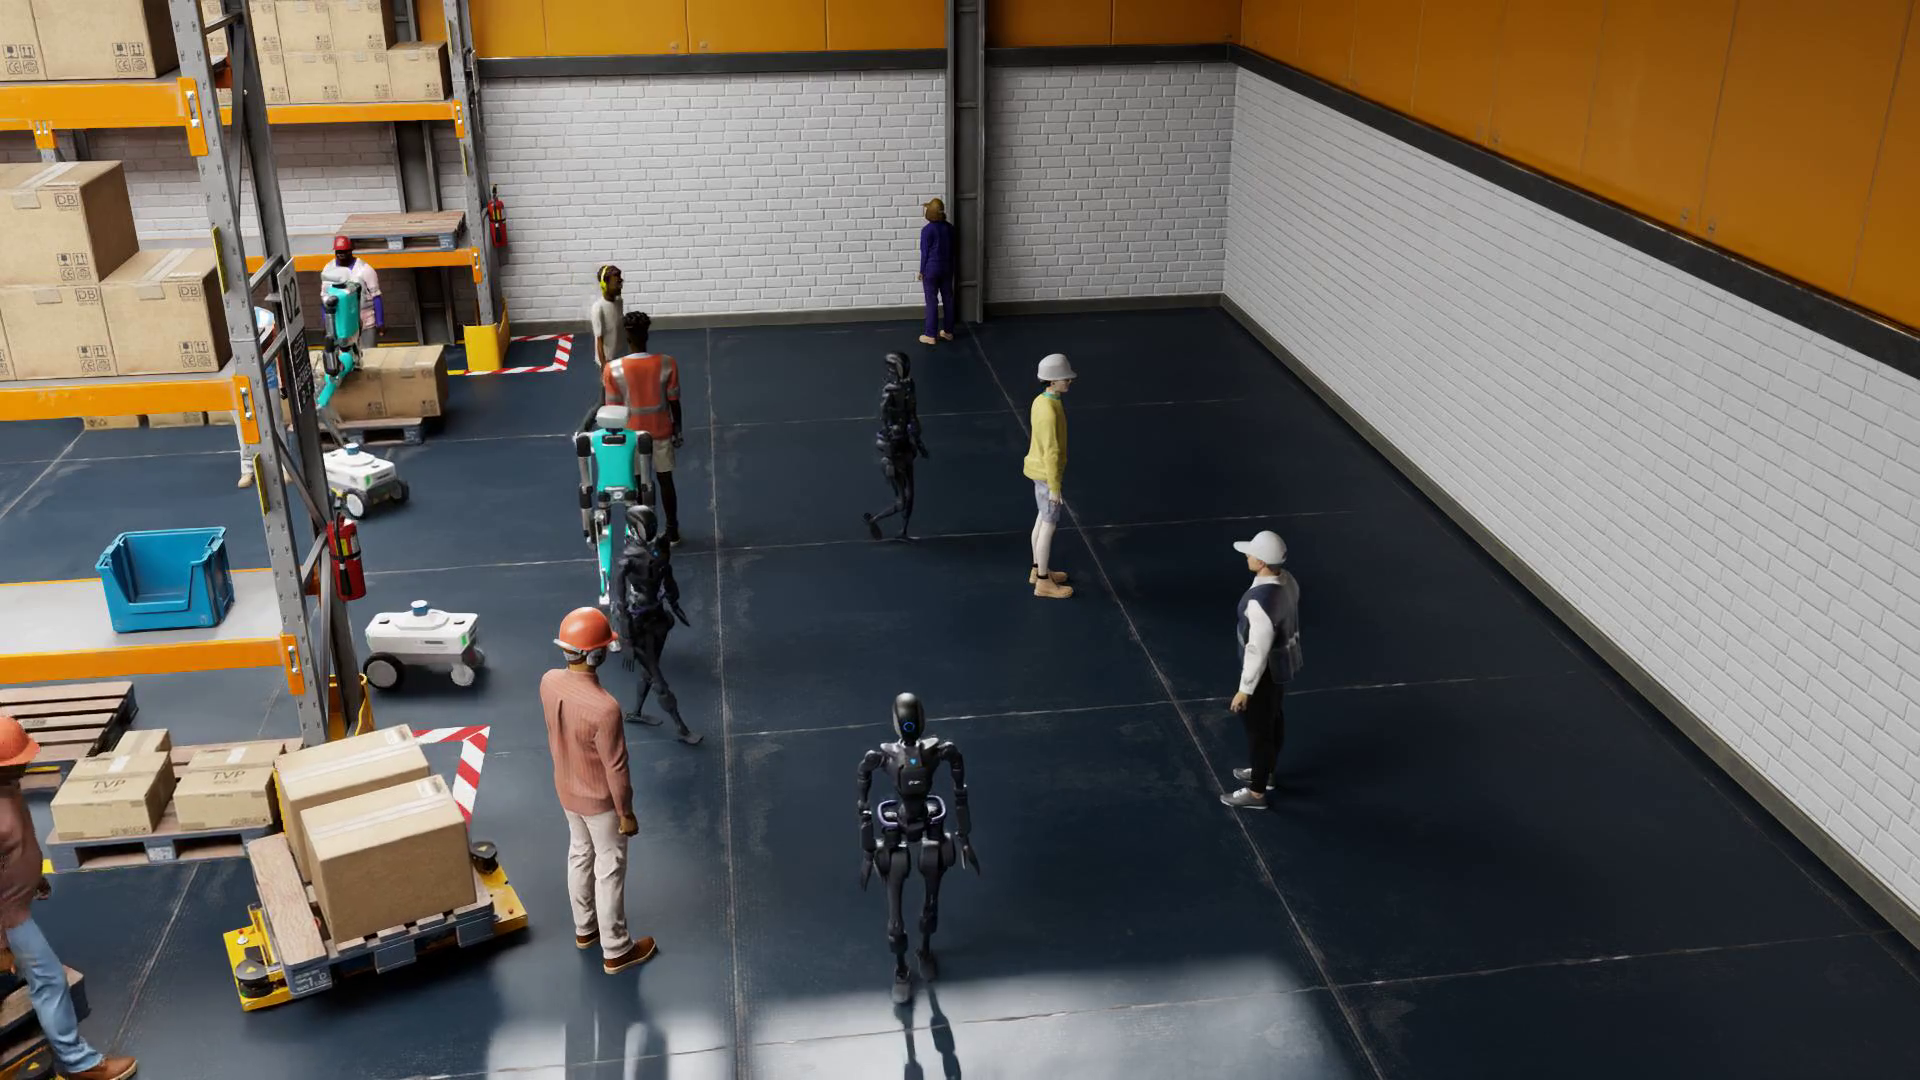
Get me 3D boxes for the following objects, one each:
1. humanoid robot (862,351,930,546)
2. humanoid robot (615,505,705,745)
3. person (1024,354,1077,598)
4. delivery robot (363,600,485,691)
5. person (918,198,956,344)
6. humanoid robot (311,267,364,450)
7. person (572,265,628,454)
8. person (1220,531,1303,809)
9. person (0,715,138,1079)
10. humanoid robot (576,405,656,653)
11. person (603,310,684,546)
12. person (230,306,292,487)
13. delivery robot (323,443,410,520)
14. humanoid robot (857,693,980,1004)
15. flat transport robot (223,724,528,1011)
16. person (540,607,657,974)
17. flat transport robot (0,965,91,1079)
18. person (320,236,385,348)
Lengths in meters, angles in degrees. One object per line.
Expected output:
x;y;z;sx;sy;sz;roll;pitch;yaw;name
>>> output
-0.509;-0.736;13.328;0.424;1.647;0.588;10;26;22;humanoid robot
-1.905;0.517;10.499;0.713;1.625;0.617;11;26;24;humanoid robot
0.667;-0.485;12.487;0.378;1.890;0.485;-2;24;-4;person
-3.687;0.701;11.434;0.788;0.587;0.499;0;24;1;delivery robot
-0.261;-3.004;18.550;0.462;1.624;0.322;-17;29;-34;person
-5.820;-1.642;15.317;0.762;1.790;0.546;5;24;11;humanoid robot
-3.189;-1.613;15.133;0.934;1.830;0.531;8;25;18;person
1.780;0.765;9.796;0.440;1.756;0.762;11;26;24;person
-4.310;1.655;7.554;0.704;1.949;0.640;-10;26;-22;person
-2.366;-0.004;11.599;0.543;1.794;0.686;-4;24;-10;humanoid robot
-2.508;-0.873;13.286;0.598;1.957;0.364;-8;25;-17;person
-6.189;-1.359;14.538;0.620;1.844;0.429;-4;24;-8;person
-5.151;-0.525;14.246;0.798;0.601;0.499;14;27;29;delivery robot
-0.200;1.517;8.194;0.599;1.649;0.530;-4;24;-9;humanoid robot
-3.089;2.020;8.794;1.431;0.231;0.659;-13;27;-27;flat transport robot
-1.833;1.259;8.400;0.610;1.986;0.401;22;32;40;person
-4.929;2.462;7.787;1.431;0.231;0.659;13;27;27;flat transport robot
-5.986;-2.131;16.406;0.599;1.754;0.420;-2;24;-5;person
